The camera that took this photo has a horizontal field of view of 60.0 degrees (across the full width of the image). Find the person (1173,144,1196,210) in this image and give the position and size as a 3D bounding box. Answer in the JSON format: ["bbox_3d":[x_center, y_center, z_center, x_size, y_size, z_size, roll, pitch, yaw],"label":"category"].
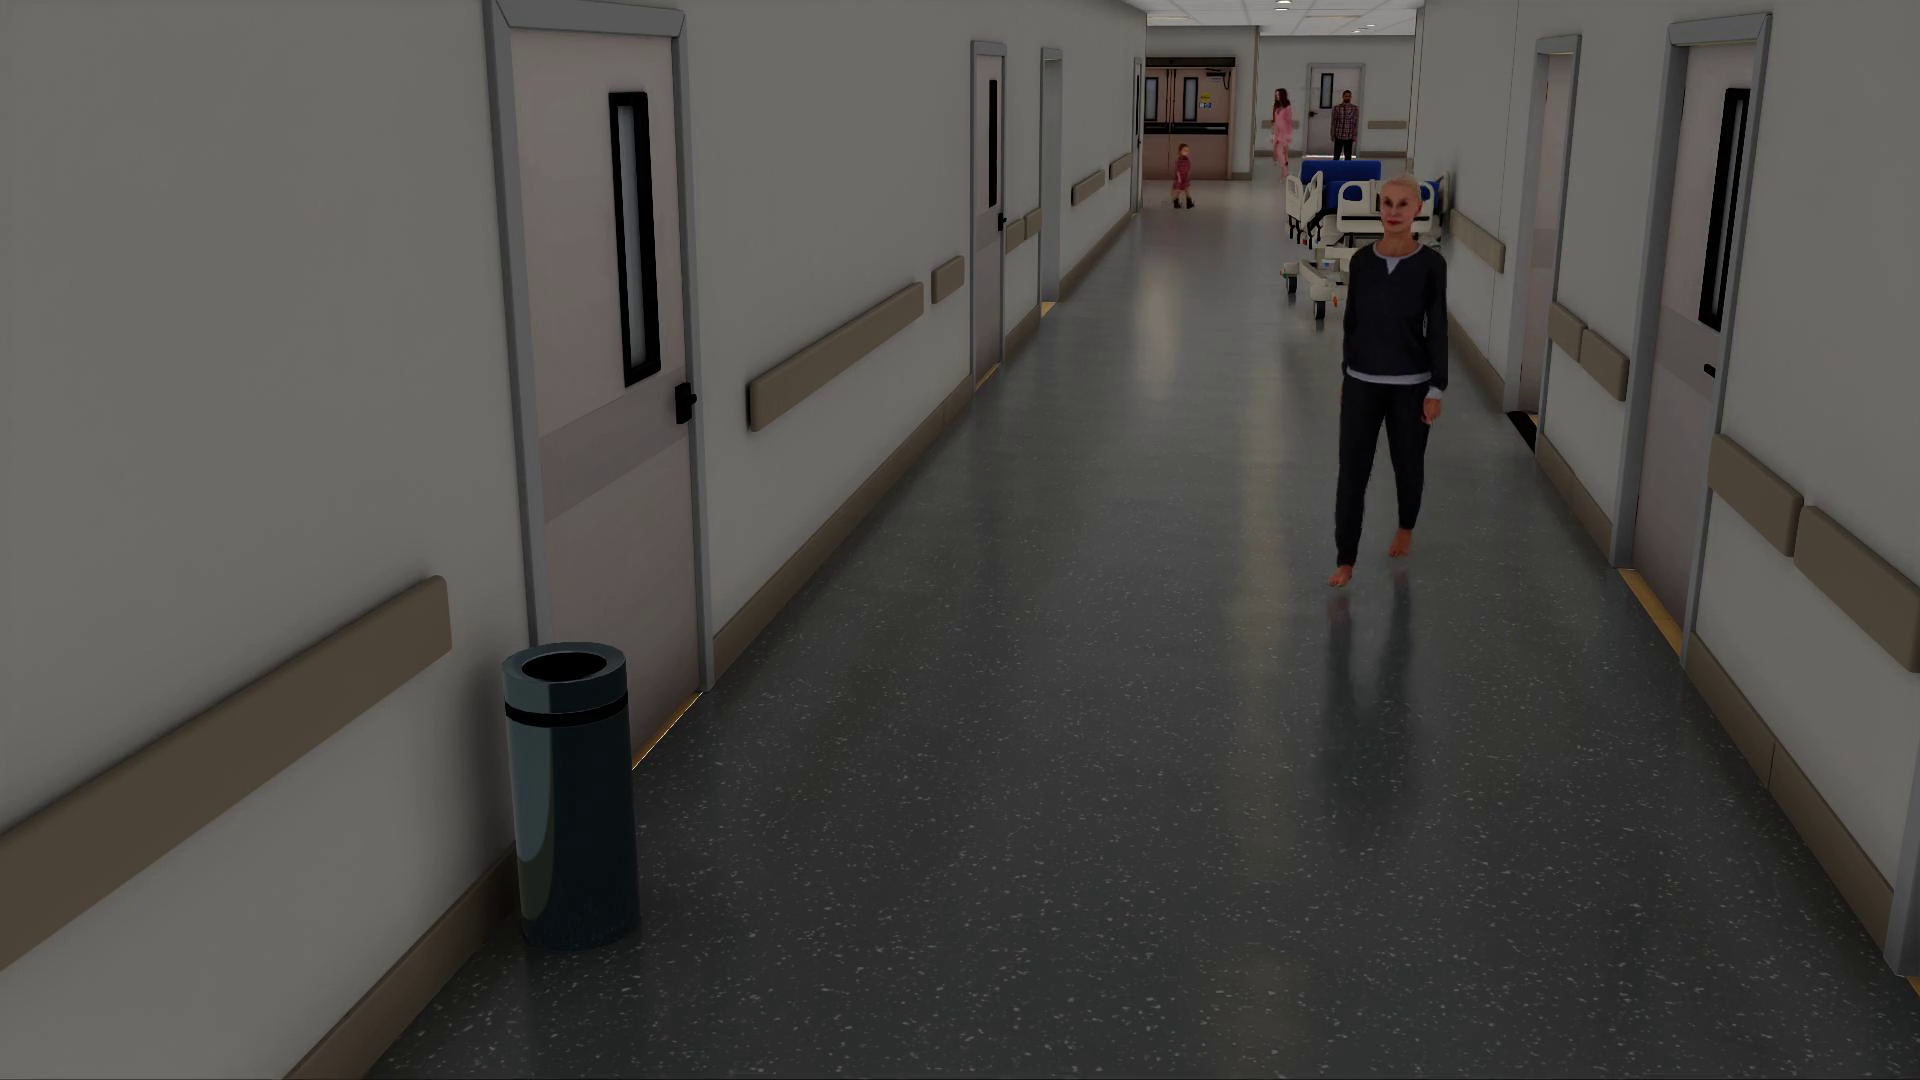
[{"bbox_3d":[3.490,-5.742,26.319,0.729,1.000,0.730,-7,17,-24],"label":"person"}]

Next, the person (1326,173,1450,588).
[{"bbox_3d":[1.860,-0.677,7.099,1.111,1.682,0.889,8,17,25],"label":"person"}]

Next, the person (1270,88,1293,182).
[{"bbox_3d":[6.433,-7.983,32.824,0.796,1.785,0.755,-9,18,-29],"label":"person"}]

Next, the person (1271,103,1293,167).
[{"bbox_3d":[7.381,-9.368,37.925,1.100,1.682,0.808,0,16,-1],"label":"person"}]

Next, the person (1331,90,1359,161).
[{"bbox_3d":[7.680,-8.091,33.260,0.530,1.757,0.753,1,16,5],"label":"person"}]
